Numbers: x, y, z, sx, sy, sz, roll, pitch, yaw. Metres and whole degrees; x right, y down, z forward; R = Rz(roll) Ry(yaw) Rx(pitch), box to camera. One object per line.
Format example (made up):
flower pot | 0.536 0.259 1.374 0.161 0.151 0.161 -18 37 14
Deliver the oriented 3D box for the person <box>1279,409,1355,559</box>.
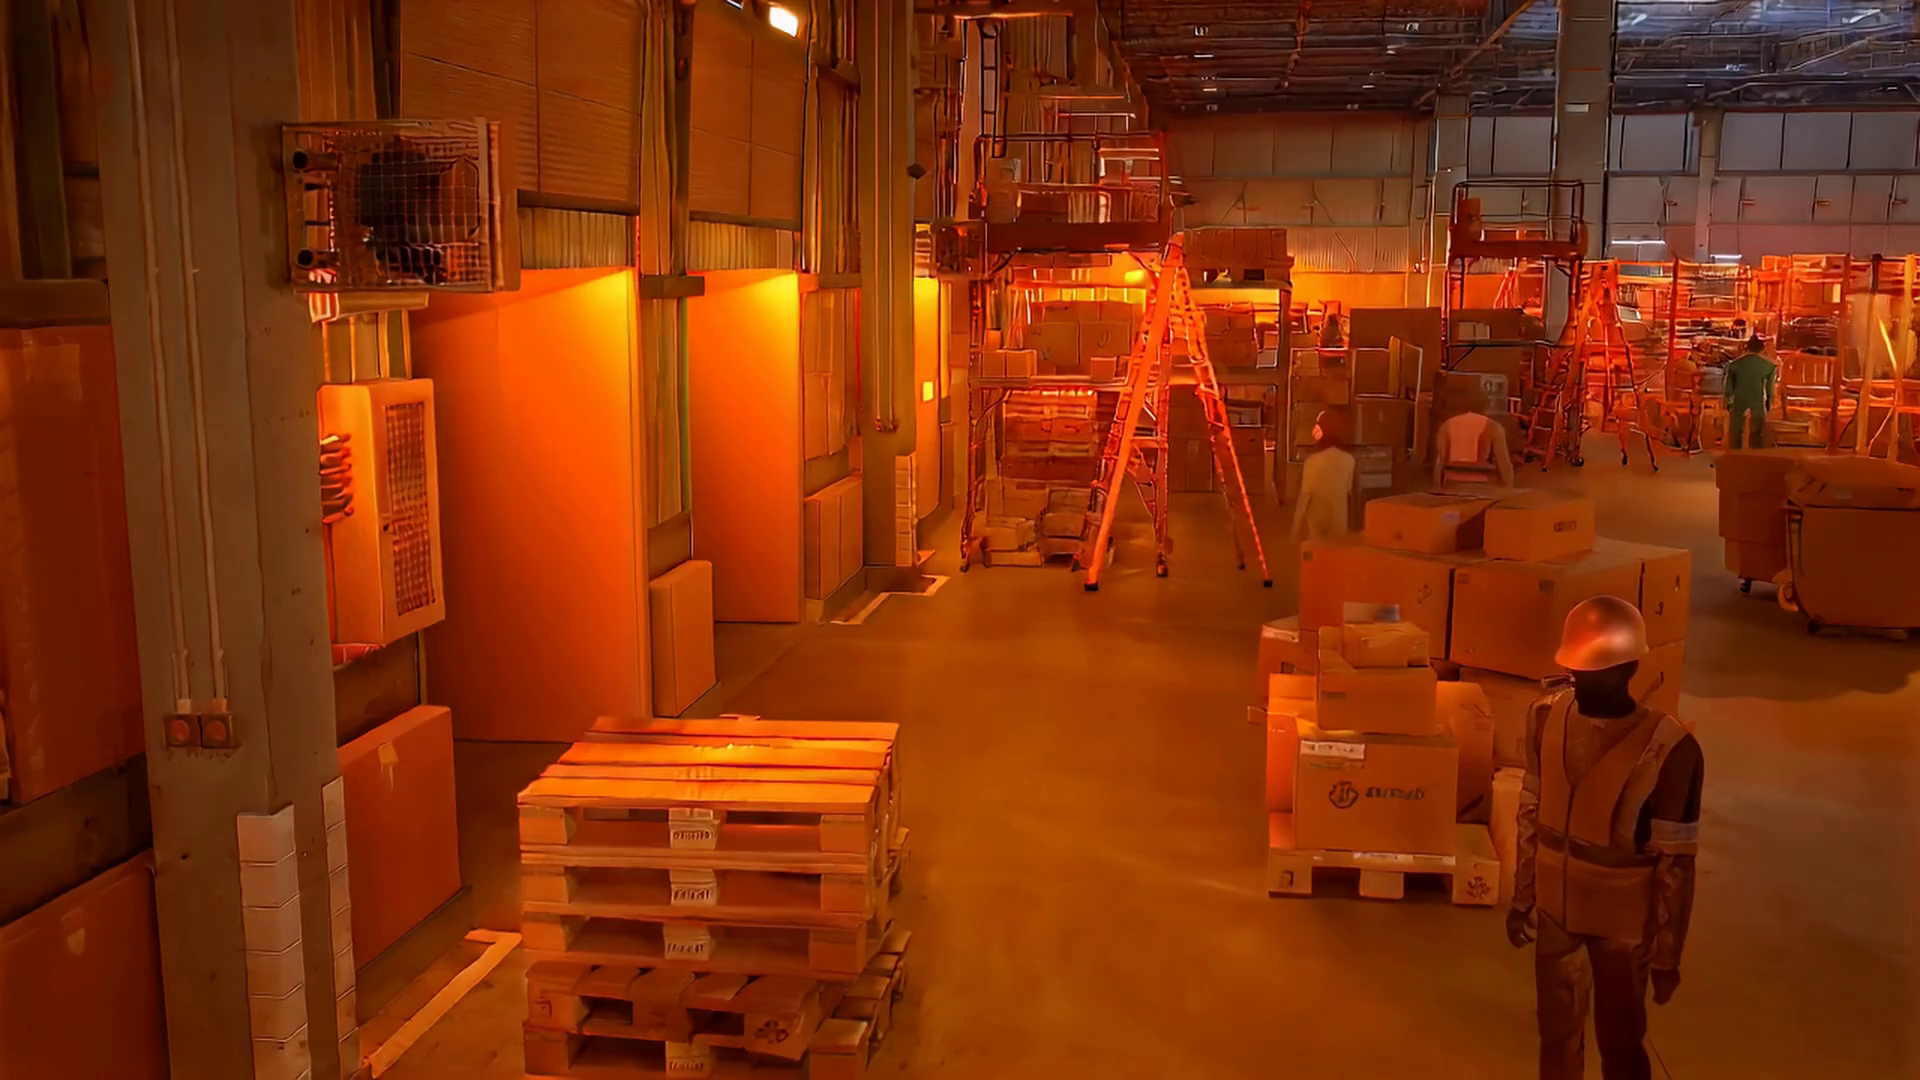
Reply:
person | 2.562 -0.031 12.150 0.537 1.845 0.759 -8 13 -42

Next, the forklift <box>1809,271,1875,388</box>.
forklift | 20.703 -4.781 38.250 1.873 2.768 1.129 1 9 9

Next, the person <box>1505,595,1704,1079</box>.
person | 1.880 1.102 4.943 0.393 1.918 0.589 -5 11 -30

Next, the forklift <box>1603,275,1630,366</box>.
forklift | 17.759 -6.098 46.377 1.873 2.768 1.129 -3 10 -17

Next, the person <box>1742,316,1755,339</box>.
person | 19.990 -4.832 42.209 0.317 1.695 0.540 7 12 37

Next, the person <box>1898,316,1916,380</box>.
person | 19.578 -3.689 34.462 0.384 1.924 0.589 6 11 31

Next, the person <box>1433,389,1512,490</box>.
person | 4.598 -0.452 14.901 0.633 1.796 0.942 9 13 44

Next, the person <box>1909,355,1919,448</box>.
person | 15.510 -2.336 26.710 0.335 1.735 0.484 5 10 28

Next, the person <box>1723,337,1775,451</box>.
person | 10.936 -1.848 23.098 0.630 1.931 0.367 3 10 21

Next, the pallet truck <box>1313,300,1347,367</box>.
pallet truck | 11.159 -6.200 49.718 0.823 1.965 1.885 4 10 26
